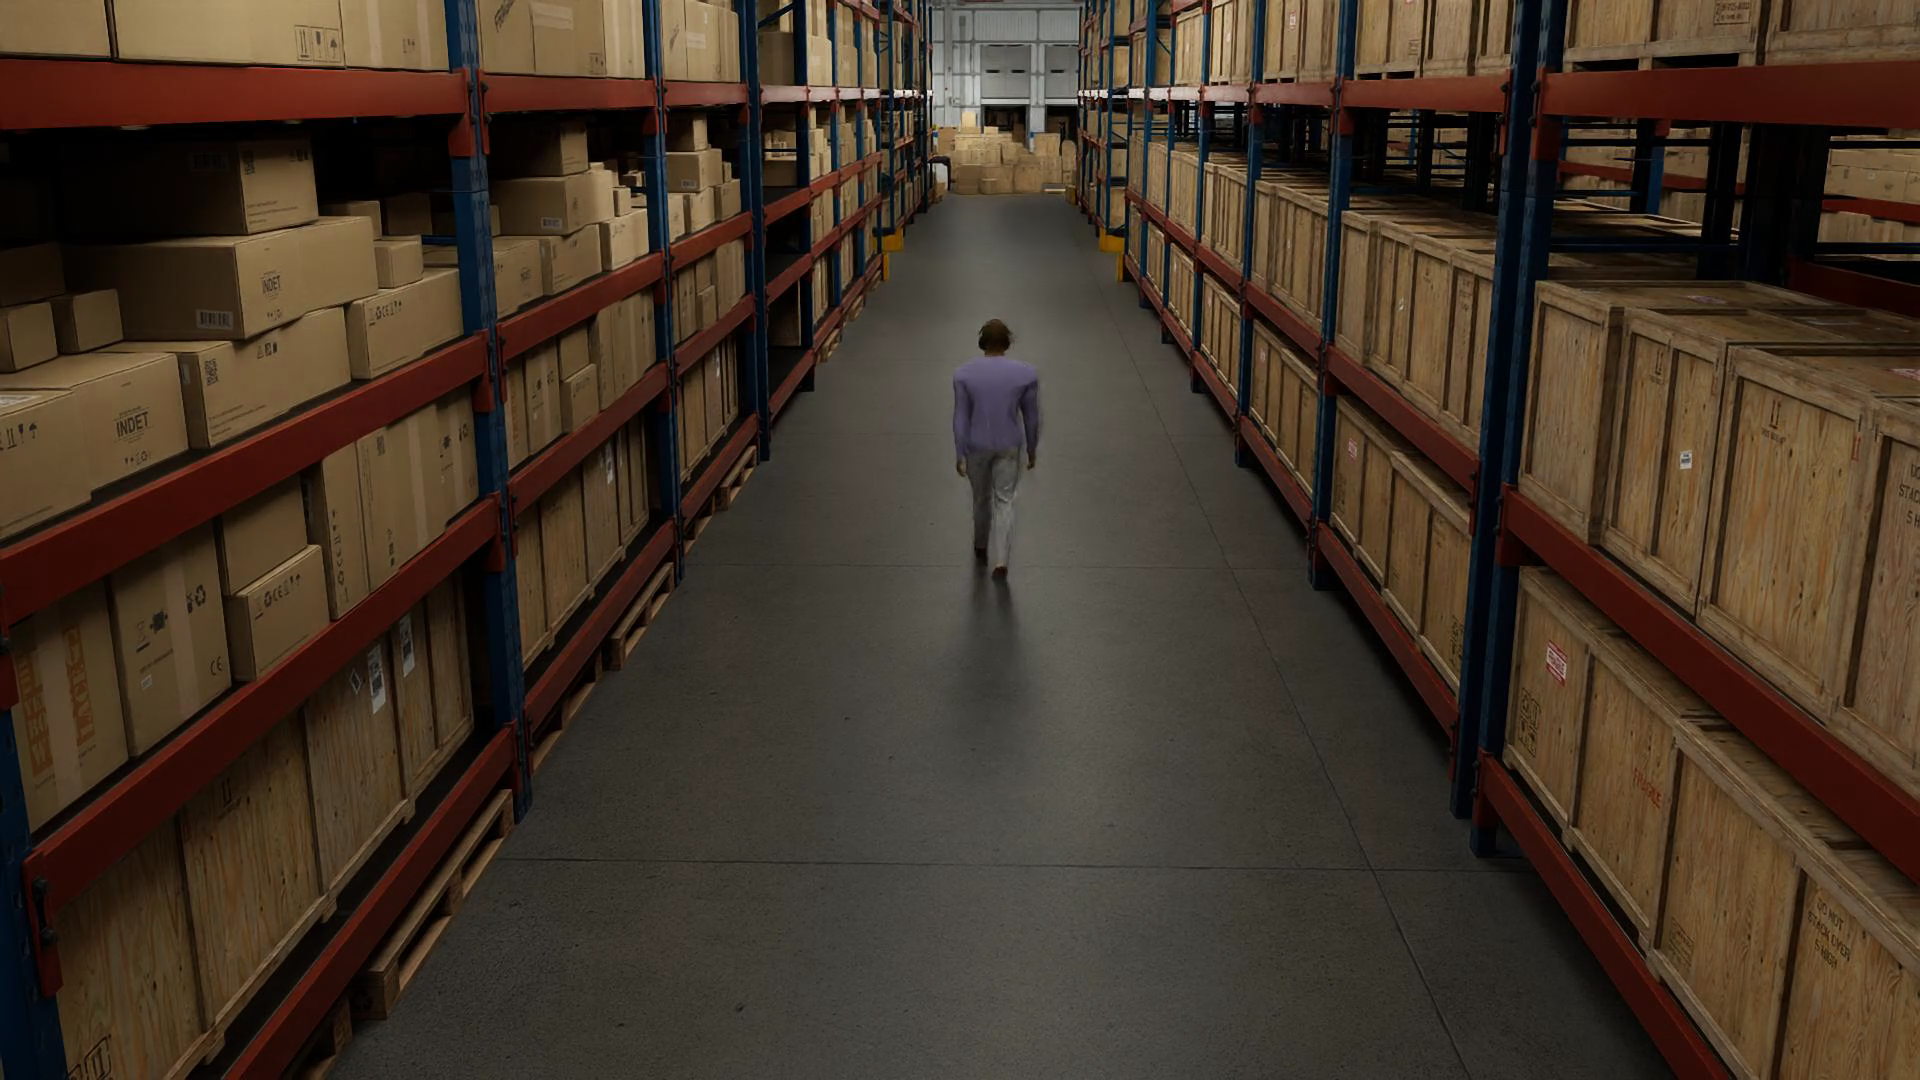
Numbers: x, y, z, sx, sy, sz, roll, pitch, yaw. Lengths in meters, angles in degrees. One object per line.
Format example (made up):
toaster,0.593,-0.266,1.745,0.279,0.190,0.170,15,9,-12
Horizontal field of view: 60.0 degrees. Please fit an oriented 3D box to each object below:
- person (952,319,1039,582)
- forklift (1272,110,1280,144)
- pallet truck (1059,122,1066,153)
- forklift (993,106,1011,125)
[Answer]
person,0.260,-0.674,12.206,0.644,1.885,1.050,-1,15,-3
forklift,12.362,-15.494,65.441,1.873,2.768,1.129,-5,16,-19
pallet truck,5.788,-21.111,88.014,1.885,1.965,0.823,5,16,18
forklift,2.103,-20.252,83.144,1.129,2.768,1.873,0,15,1
